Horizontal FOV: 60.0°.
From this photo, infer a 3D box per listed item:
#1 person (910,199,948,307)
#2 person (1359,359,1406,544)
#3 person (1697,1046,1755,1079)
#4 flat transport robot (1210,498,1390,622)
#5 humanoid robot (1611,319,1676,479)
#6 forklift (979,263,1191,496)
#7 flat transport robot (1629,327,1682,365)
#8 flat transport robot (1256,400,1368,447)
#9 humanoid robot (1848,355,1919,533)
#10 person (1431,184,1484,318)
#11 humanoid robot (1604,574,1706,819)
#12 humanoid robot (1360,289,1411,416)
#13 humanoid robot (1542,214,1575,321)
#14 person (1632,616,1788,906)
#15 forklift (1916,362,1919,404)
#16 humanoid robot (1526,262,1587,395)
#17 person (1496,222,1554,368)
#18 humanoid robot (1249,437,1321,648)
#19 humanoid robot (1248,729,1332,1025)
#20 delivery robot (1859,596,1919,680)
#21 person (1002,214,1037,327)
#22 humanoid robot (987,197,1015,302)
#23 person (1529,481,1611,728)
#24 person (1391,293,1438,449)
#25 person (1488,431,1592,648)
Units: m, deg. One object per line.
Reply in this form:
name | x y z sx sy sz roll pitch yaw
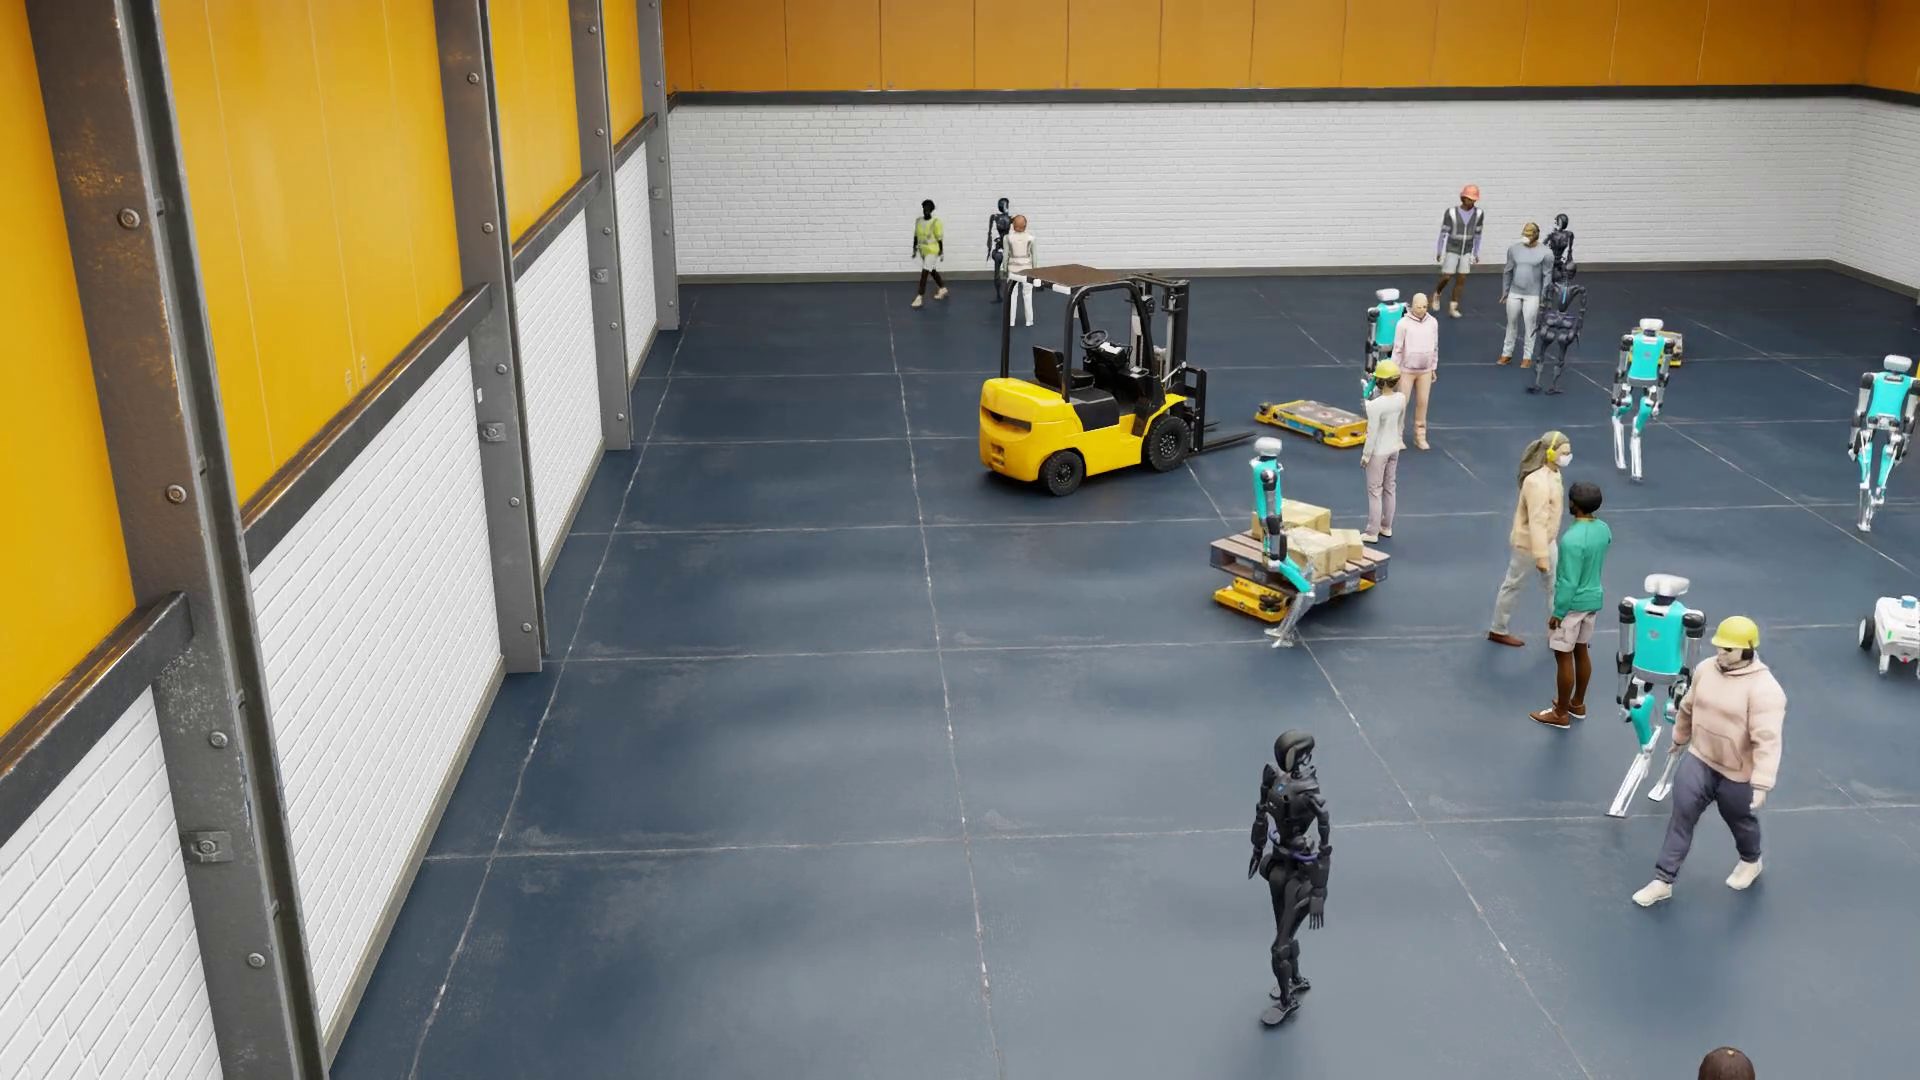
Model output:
person | -0.455 -4.494 25.868 0.891 1.648 0.531 -18 27 -40
person | 3.974 -0.837 15.735 0.524 1.768 0.314 -17 26 -39
person | 2.719 2.676 6.174 0.474 1.765 0.364 15 25 36
flat transport robot | 2.957 0.378 14.596 1.431 0.231 0.659 -15 25 -36
humanoid robot | 7.150 -1.511 17.576 0.545 1.750 0.913 5 21 13
forklift | 1.315 -1.764 17.646 2.313 2.155 1.214 -14 24 -33
flat transport robot | 9.560 -2.654 22.859 0.659 0.231 1.431 8 22 20
flat transport robot | 4.178 -1.370 19.361 0.659 0.231 1.431 -13 24 -31
humanoid robot | 8.766 -0.854 15.839 0.549 1.731 1.027 8 22 22
person | 7.473 -4.335 24.915 0.626 2.017 0.624 -2 20 -5
humanoid robot | 4.567 1.008 10.784 0.561 1.755 1.018 18 27 41
humanoid robot | 4.768 -2.061 19.170 0.584 1.786 0.885 -6 21 -16
humanoid robot | 8.792 -3.982 24.489 0.609 1.623 0.753 -8 22 -20
person | 4.528 1.293 9.851 0.940 1.821 0.802 -12 23 -29
forklift | 12.602 -2.435 19.475 2.313 2.155 1.214 -1 20 -4
humanoid robot | 7.455 -2.639 20.770 0.610 1.637 0.421 6 21 17
person | 7.494 -3.251 22.066 0.632 1.936 0.354 15 25 34
humanoid robot | 2.657 0.037 13.381 0.718 1.758 0.536 0 20 1
humanoid robot | 1.748 1.748 8.827 0.455 1.641 0.611 -11 23 -27
delivery robot | 7.489 0.738 13.224 0.499 0.609 0.812 8 21 20
person | 0.876 -3.932 24.347 0.512 1.641 0.307 0 20 1
humanoid robot | 0.681 -4.492 25.818 0.583 1.647 0.328 10 22 25
person | 4.470 0.473 12.046 0.506 1.847 0.376 -17 26 -38
person | 5.064 -1.894 18.606 0.539 1.775 0.405 -3 20 -9
person | 4.698 0.043 13.218 0.884 1.837 0.595 15 25 36
